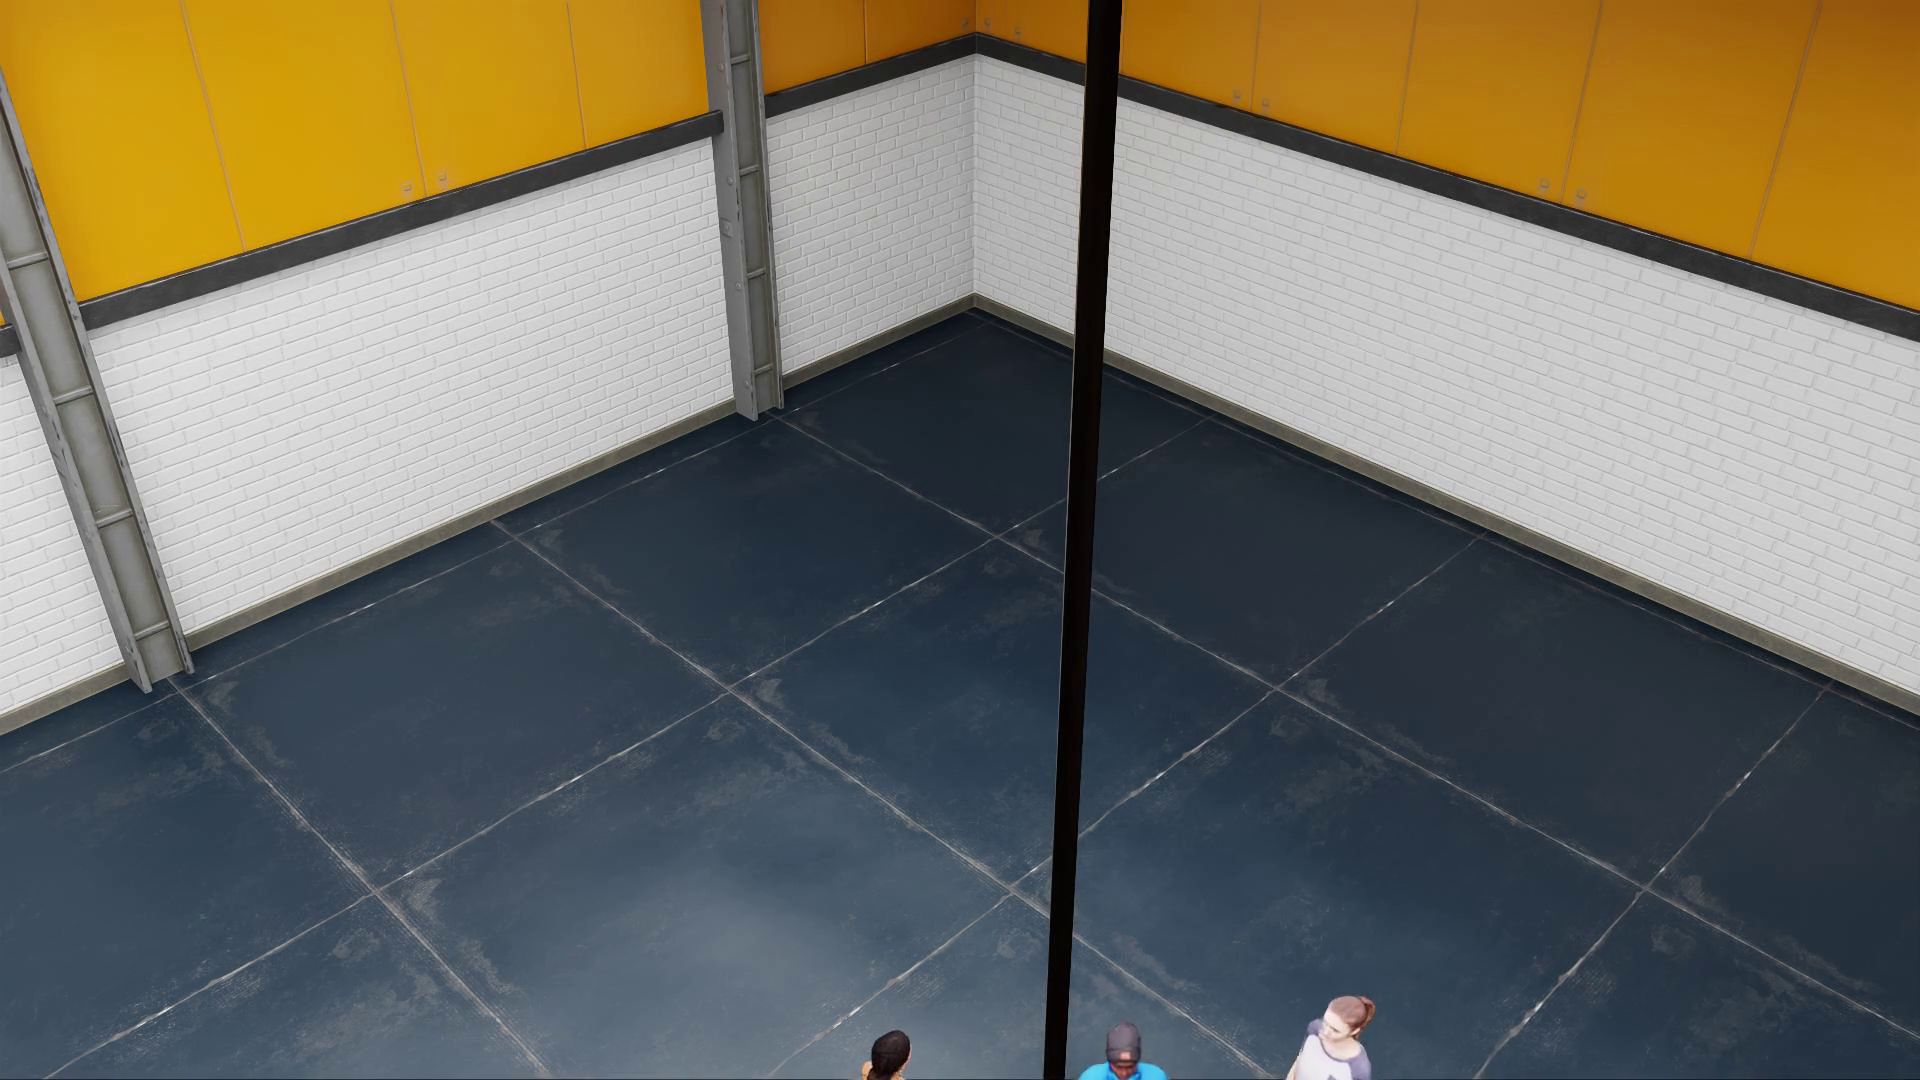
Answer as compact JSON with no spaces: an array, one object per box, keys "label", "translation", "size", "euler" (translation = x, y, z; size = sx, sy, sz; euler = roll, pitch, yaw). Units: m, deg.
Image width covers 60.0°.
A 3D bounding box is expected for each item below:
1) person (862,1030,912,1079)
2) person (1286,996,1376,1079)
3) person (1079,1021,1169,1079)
[{"label":"person","translation":[-0.386,3.137,8.206],"size":[0.647,1.807,0.709],"euler":[26,41,33]},{"label":"person","translation":[1.947,2.932,8.592],"size":[1.212,1.720,0.802],"euler":[-16,37,-23]},{"label":"person","translation":[0.797,3.002,8.432],"size":[0.754,1.782,0.811],"euler":[1,34,2]}]
